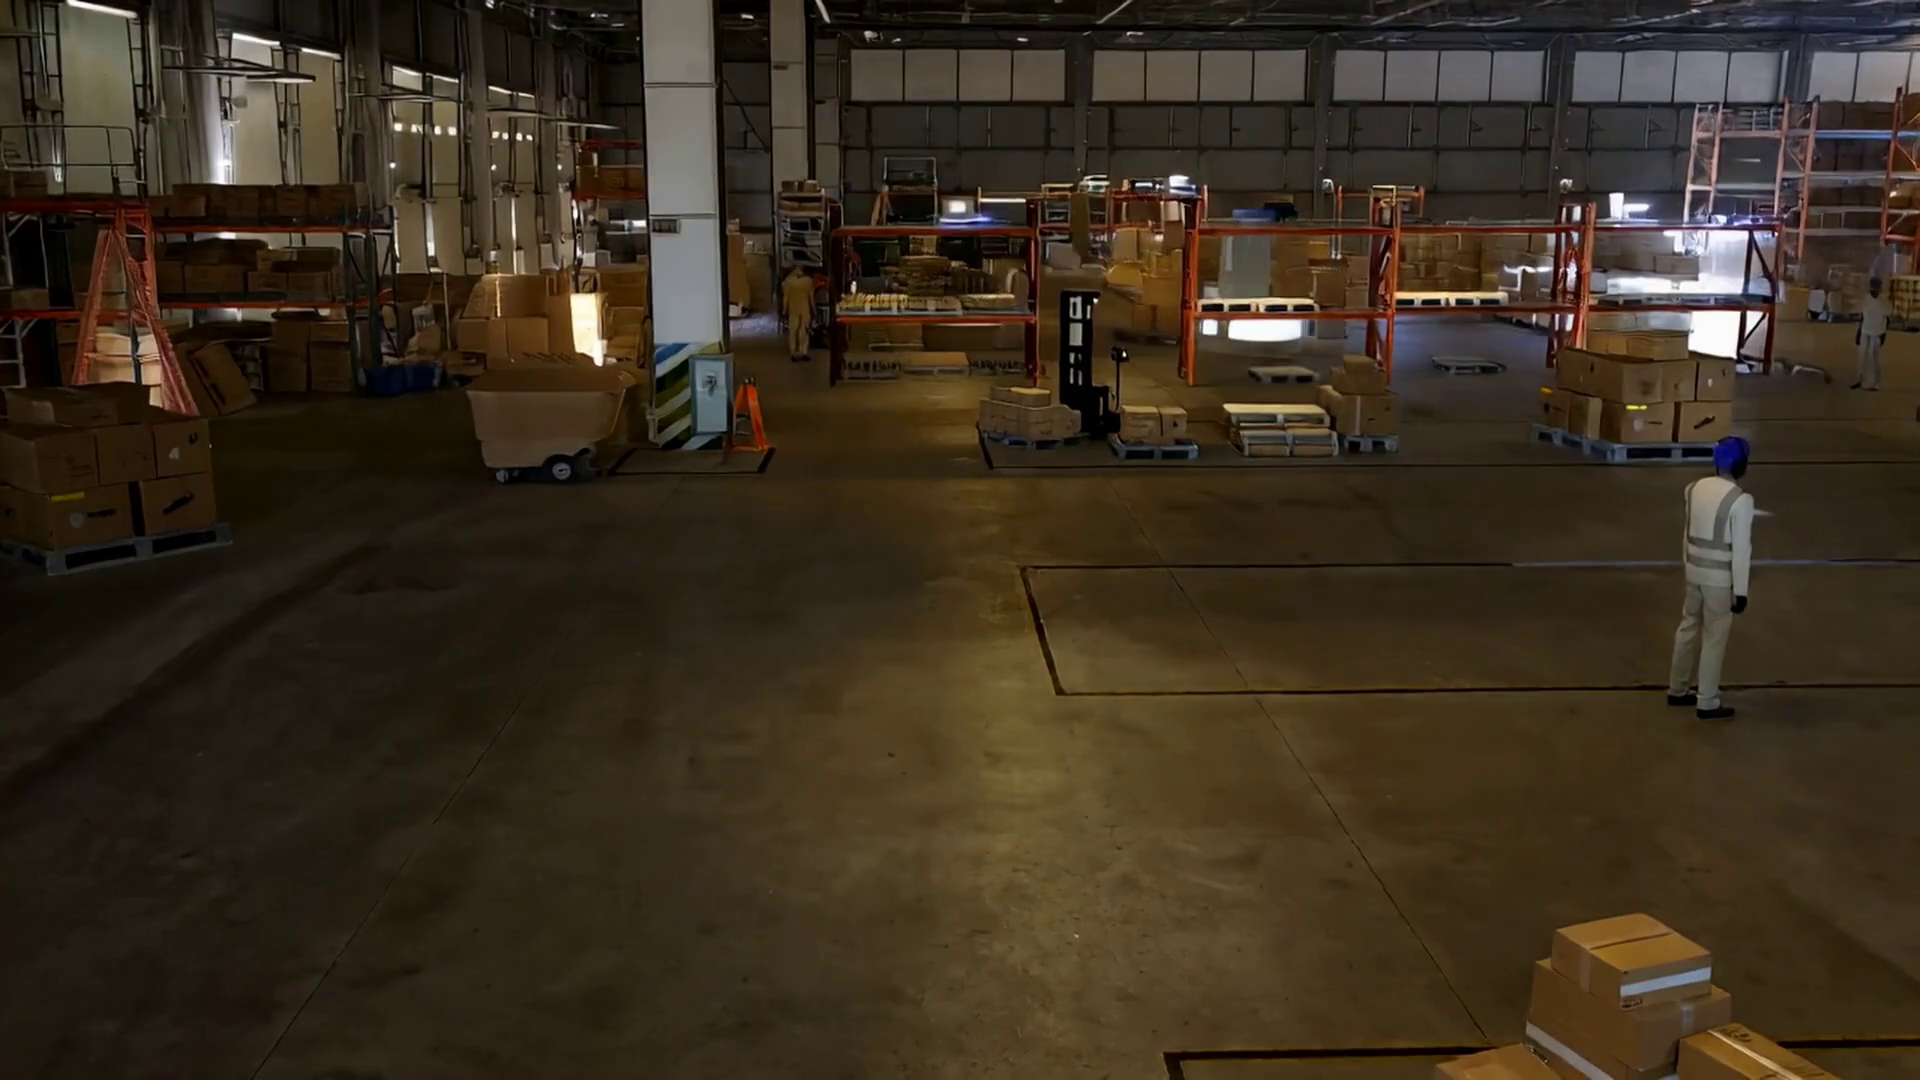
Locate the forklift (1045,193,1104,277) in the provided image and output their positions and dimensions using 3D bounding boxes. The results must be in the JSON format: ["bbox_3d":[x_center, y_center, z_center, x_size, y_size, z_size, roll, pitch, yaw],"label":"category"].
[{"bbox_3d":[3.899,-10.400,56.675,1.873,2.768,1.129,-2,13,-8],"label":"forklift"}]

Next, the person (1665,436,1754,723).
[{"bbox_3d":[4.928,0.253,10.880,0.353,1.877,0.573,-3,13,-15],"label":"person"}]

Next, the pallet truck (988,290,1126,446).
[{"bbox_3d":[1.257,-2.299,22.111,1.885,1.965,0.823,-9,15,-35],"label":"pallet truck"}]

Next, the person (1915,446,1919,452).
[{"bbox_3d":[12.547,-2.113,21.174,0.676,2.000,0.536,-1,13,-3],"label":"person"}]

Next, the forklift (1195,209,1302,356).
[{"bbox_3d":[5.759,-5.120,32.838,1.129,2.768,1.873,-10,16,-39],"label":"forklift"}]

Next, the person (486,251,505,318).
[{"bbox_3d":[-11.450,-6.267,40.863,0.518,1.633,0.314,12,17,42],"label":"person"}]

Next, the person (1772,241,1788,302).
[{"bbox_3d":[22.585,-7.410,45.862,0.540,1.698,0.317,-8,15,-32],"label":"person"}]

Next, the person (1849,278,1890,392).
[{"bbox_3d":[14.916,-3.360,27.228,0.332,1.860,0.532,-6,14,-25],"label":"person"}]

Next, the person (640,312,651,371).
[{"bbox_3d":[-4.324,-2.662,23.933,0.629,1.935,0.422,-8,15,-34],"label":"person"}]

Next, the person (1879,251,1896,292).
[{"bbox_3d":[25.660,-7.418,45.986,0.538,1.672,0.808,-6,14,-27],"label":"person"}]

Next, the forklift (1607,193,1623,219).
[{"bbox_3d":[22.712,-10.665,57.874,1.873,2.768,1.129,3,13,13],"label":"forklift"}]

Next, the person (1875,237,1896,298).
[{"bbox_3d":[22.976,-6.580,41.508,0.622,1.972,0.823,-9,16,-36],"label":"person"}]

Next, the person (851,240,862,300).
[{"bbox_3d":[-2.870,-7.450,46.050,0.317,1.695,0.540,-2,13,-8],"label":"person"}]

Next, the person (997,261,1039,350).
[{"bbox_3d":[1.140,-4.743,33.620,0.954,1.793,0.646,-8,15,-33],"label":"person"}]

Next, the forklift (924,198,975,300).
[{"bbox_3d":[-0.056,-8.038,46.012,1.129,2.768,1.873,9,16,36],"label":"forklift"}]

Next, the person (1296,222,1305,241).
[{"bbox_3d":[11.886,-10.228,58.089,0.680,1.914,0.580,-8,15,-32],"label":"person"}]

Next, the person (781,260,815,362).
[{"bbox_3d":[-3.058,-4.328,31.443,0.652,1.926,0.400,-5,13,-20],"label":"person"}]
